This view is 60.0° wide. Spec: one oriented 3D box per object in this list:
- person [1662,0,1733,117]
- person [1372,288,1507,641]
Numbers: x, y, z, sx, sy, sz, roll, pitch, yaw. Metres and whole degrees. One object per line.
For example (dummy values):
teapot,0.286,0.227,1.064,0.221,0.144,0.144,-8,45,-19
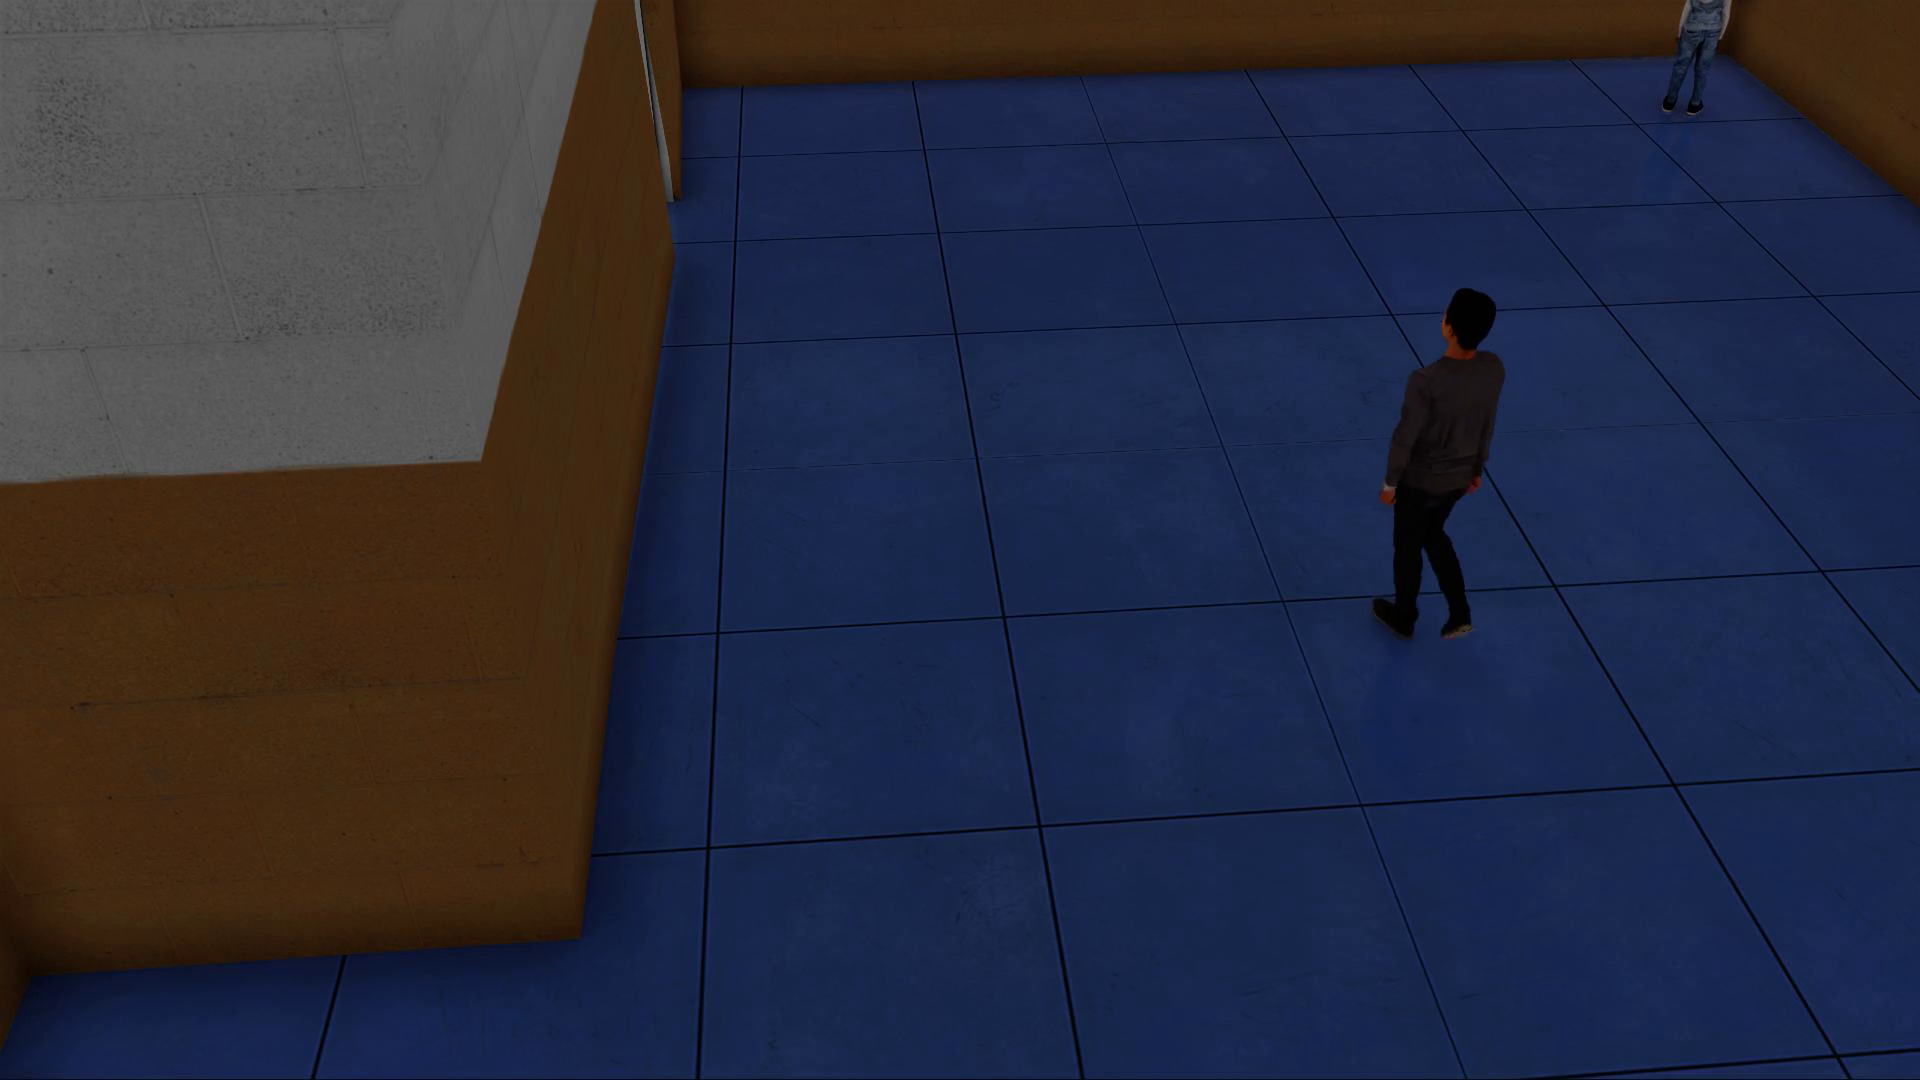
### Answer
person,5.452,-3.763,12.240,0.545,1.260,0.622,17,40,21
person,2.075,-0.224,7.110,0.864,1.759,0.843,29,45,33
